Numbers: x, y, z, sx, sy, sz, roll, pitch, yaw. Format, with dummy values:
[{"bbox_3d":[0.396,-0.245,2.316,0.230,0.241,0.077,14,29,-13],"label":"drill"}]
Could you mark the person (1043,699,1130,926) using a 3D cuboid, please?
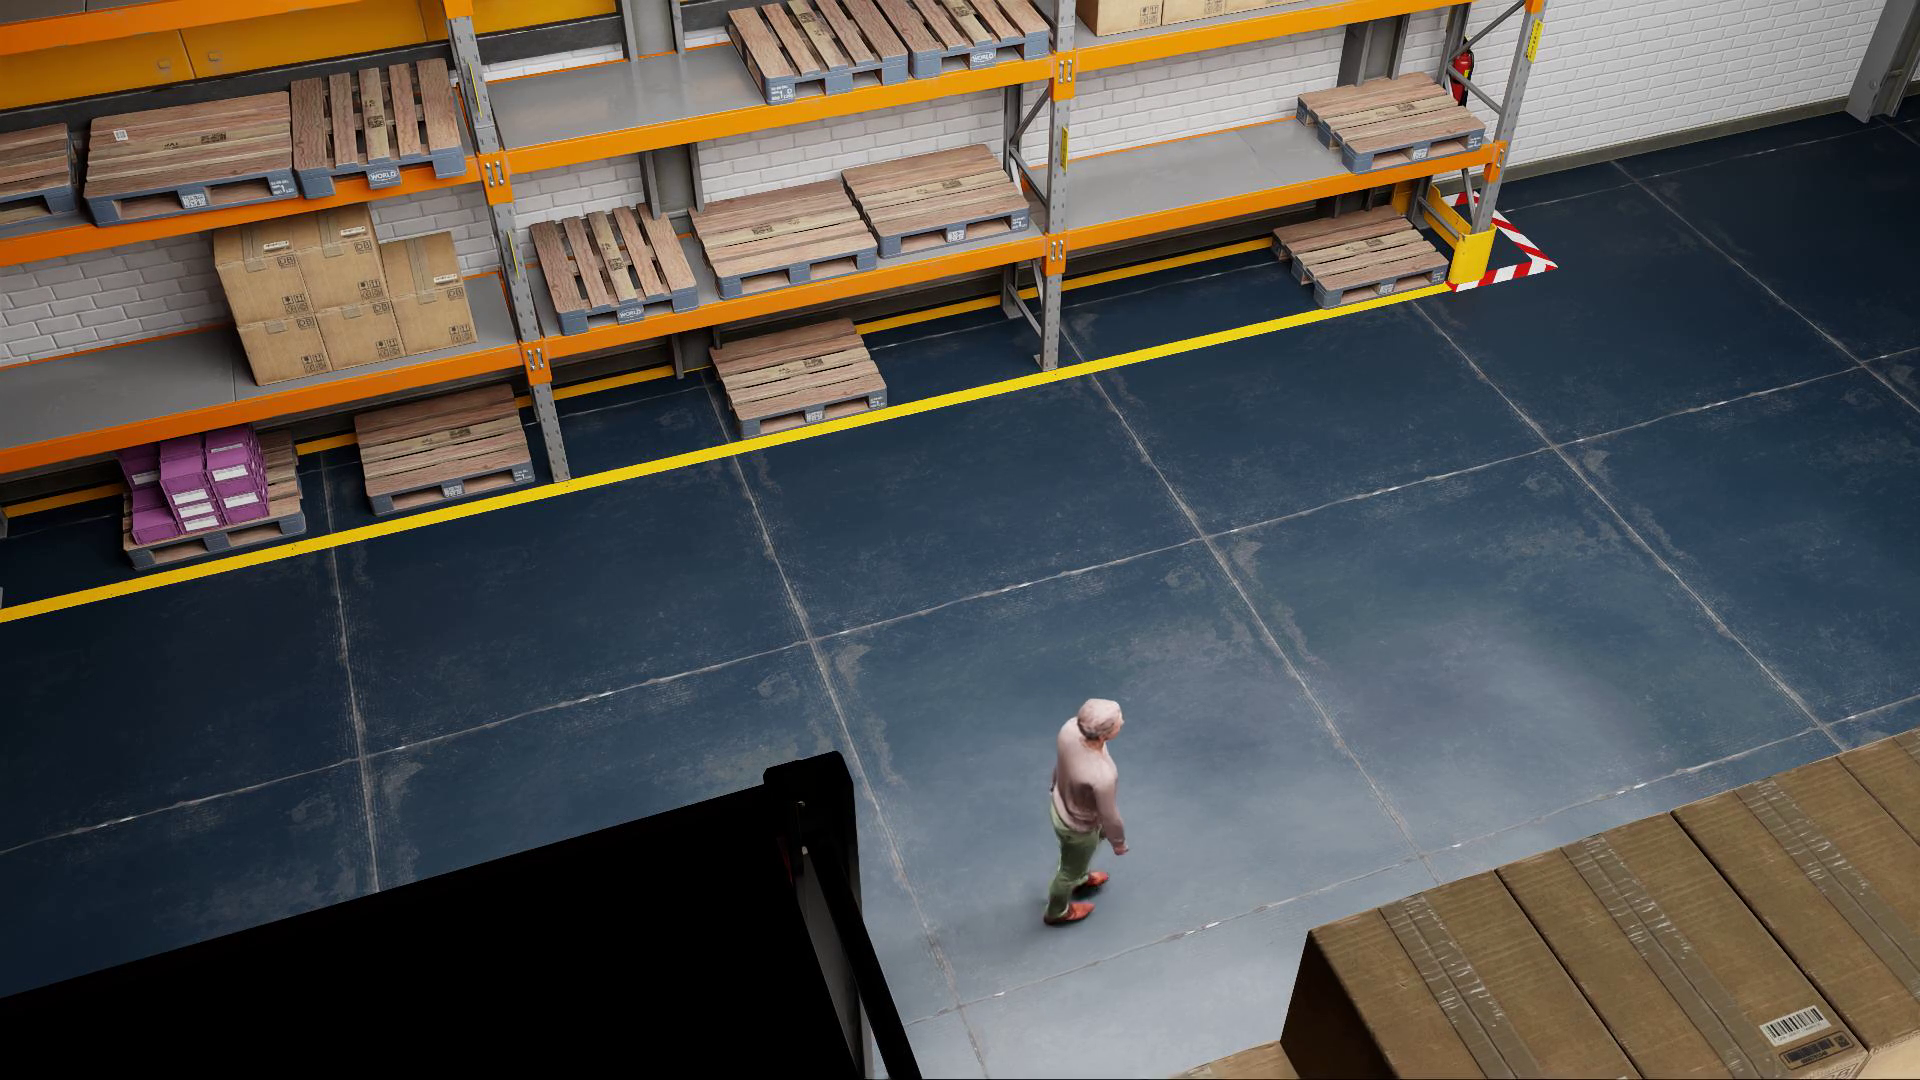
[{"bbox_3d":[0.576,1.549,9.183,0.691,1.855,0.706,-13,45,-14],"label":"person"}]
